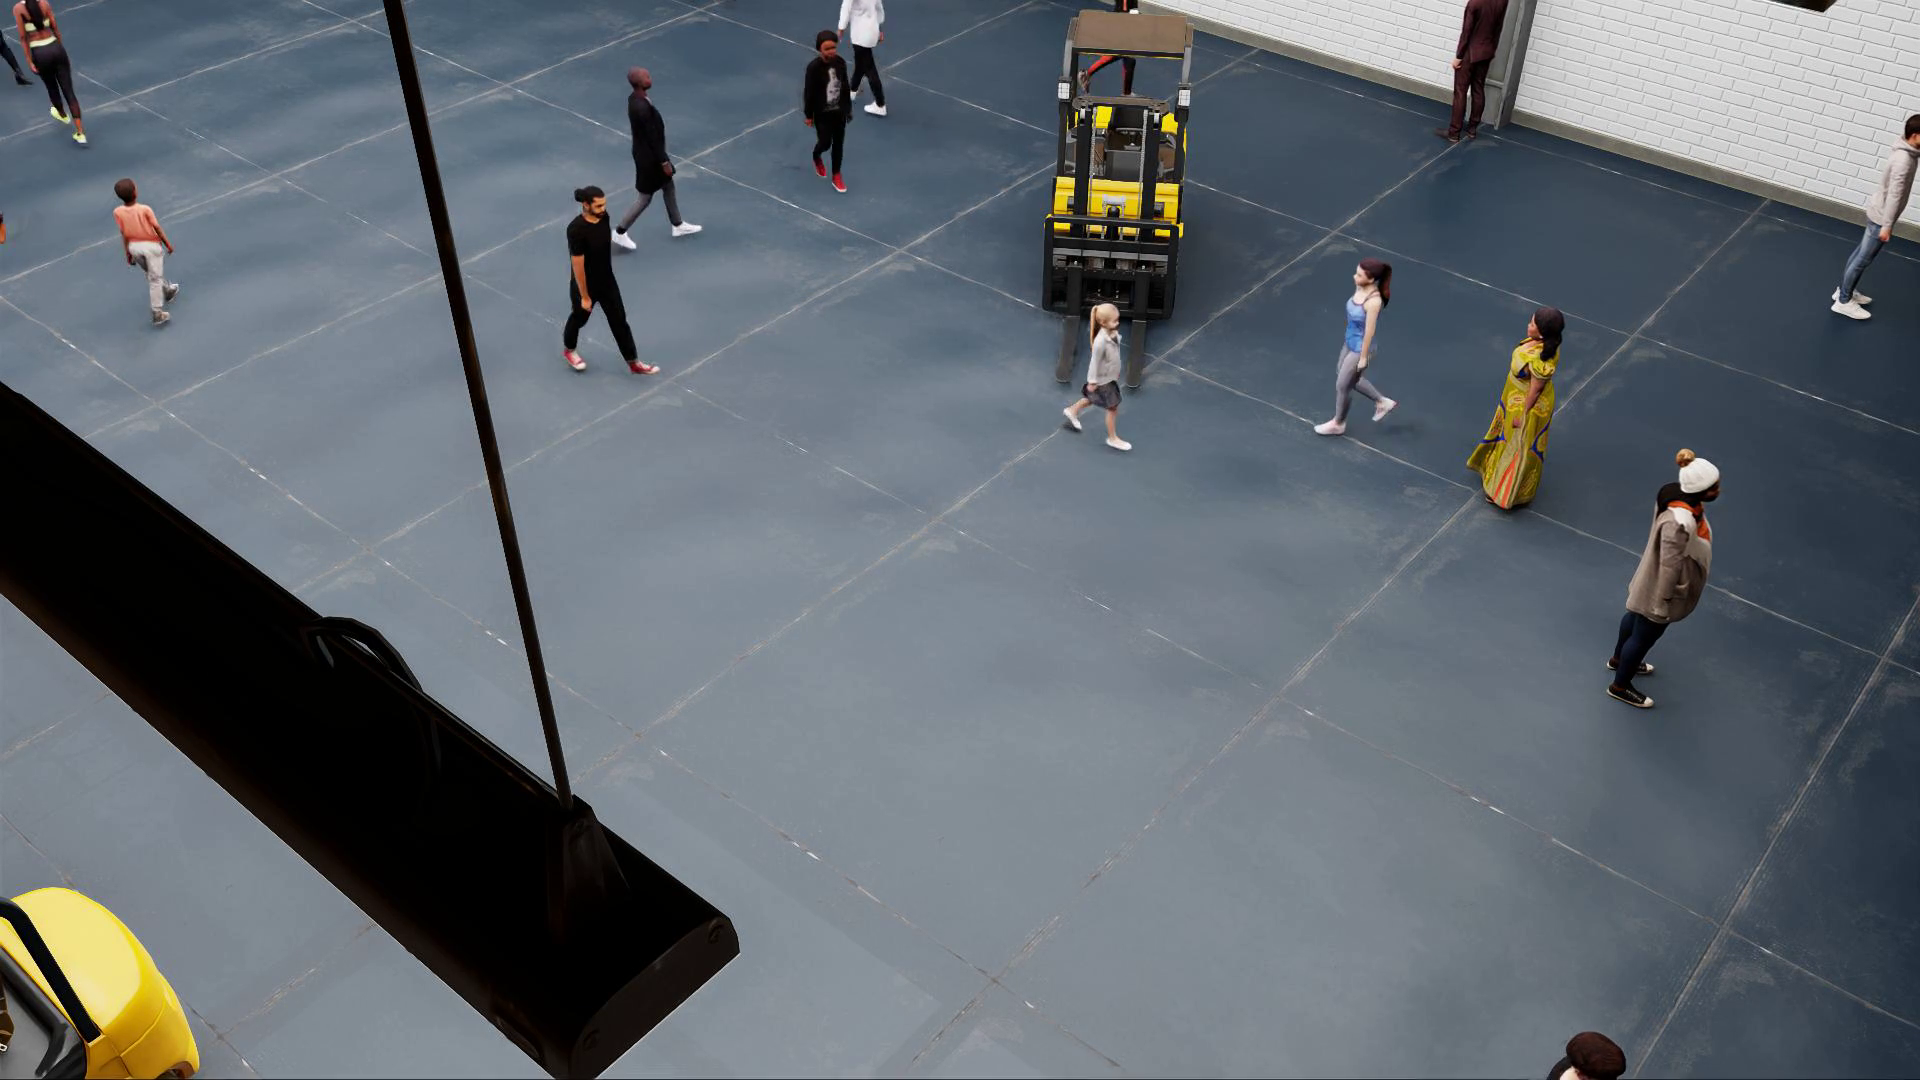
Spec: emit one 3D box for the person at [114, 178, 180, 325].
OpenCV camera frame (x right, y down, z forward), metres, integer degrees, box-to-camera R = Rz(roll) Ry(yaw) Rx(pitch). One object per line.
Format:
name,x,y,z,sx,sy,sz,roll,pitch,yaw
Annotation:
person,-7.143,-2.508,14.558,0.883,1.282,0.892,0,39,0

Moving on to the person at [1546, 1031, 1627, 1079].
person,2.567,2.785,7.461,1.011,1.868,0.754,32,48,33

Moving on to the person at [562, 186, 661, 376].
person,-3.096,-2.130,13.744,1.223,1.706,0.851,21,43,24

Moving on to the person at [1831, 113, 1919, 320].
person,8.064,-2.858,14.539,0.641,1.853,0.711,19,42,23

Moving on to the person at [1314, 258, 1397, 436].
person,3.198,-1.503,13.050,0.954,1.593,0.865,-1,39,-1

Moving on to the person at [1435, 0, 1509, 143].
person,5.363,-5.076,17.306,0.767,1.864,0.746,-17,42,-20

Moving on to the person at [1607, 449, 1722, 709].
person,4.489,0.220,10.654,0.788,1.890,0.779,12,40,15

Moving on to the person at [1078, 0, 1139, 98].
person,1.680,-5.575,17.991,1.094,1.789,1.018,-1,39,-2

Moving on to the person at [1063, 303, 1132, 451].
person,1.073,-1.317,13.089,0.911,1.254,0.633,18,42,21

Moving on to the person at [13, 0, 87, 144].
person,-9.407,-4.953,17.287,0.696,1.697,1.140,-30,48,-32

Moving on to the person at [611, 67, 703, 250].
person,-2.973,-3.513,15.455,1.103,1.731,1.161,-10,40,-12

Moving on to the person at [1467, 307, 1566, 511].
person,4.223,-1.017,12.387,0.985,1.660,0.989,7,39,9

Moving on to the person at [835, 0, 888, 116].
person,-0.956,-5.411,17.801,1.021,1.771,0.684,23,44,26

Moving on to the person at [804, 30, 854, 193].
person,-1.331,-4.278,16.475,0.779,1.656,0.874,-22,43,-25
